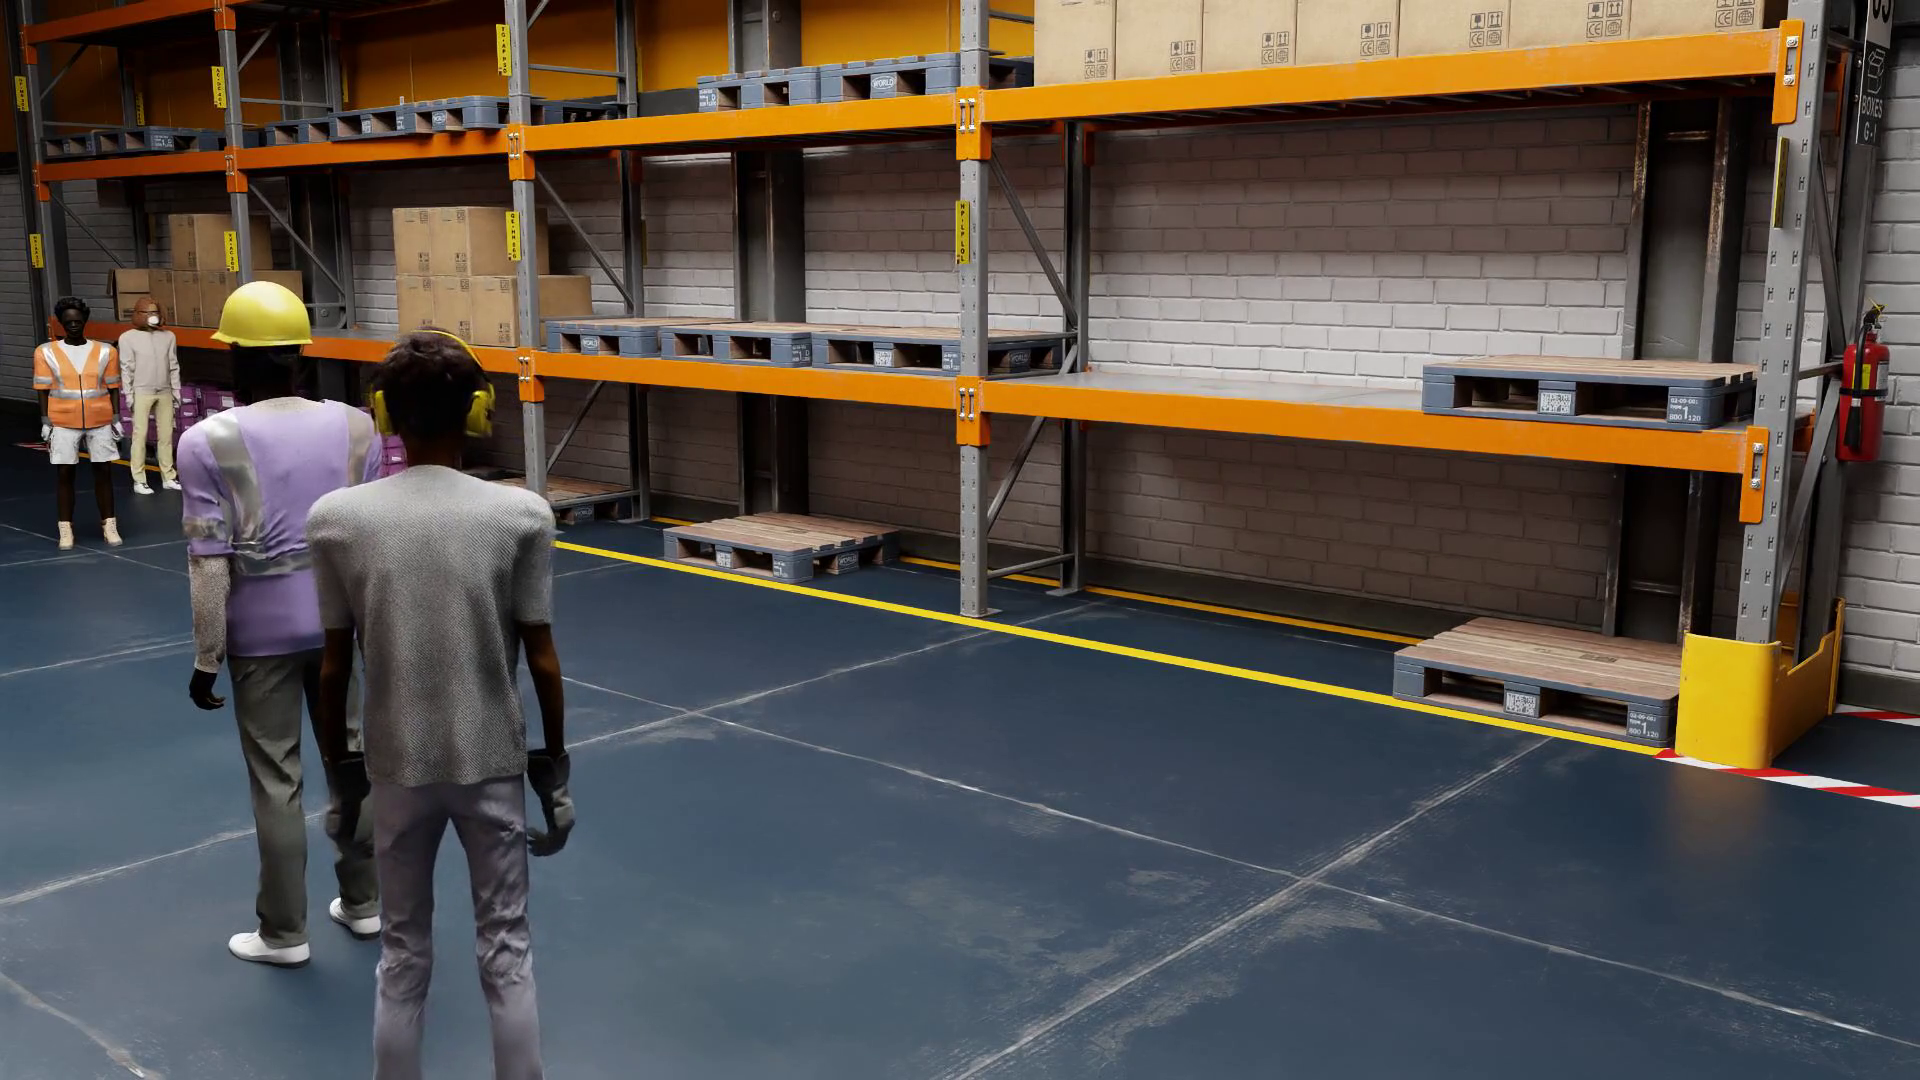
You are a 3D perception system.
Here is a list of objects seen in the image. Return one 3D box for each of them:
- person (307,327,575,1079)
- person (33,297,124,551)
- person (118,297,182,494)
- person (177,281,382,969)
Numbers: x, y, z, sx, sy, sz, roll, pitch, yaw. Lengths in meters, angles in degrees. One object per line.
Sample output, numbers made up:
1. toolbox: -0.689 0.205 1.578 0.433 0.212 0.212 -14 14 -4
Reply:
1. person: -1.070 0.496 3.480 0.511 1.859 0.321 -1 10 -8
2. person: -5.925 -0.783 11.217 0.532 1.696 0.319 -7 12 -34
3. person: -6.688 -1.195 13.772 0.285 1.626 0.494 6 12 32
4. person: -1.895 0.244 4.703 0.356 1.930 0.592 8 13 37
